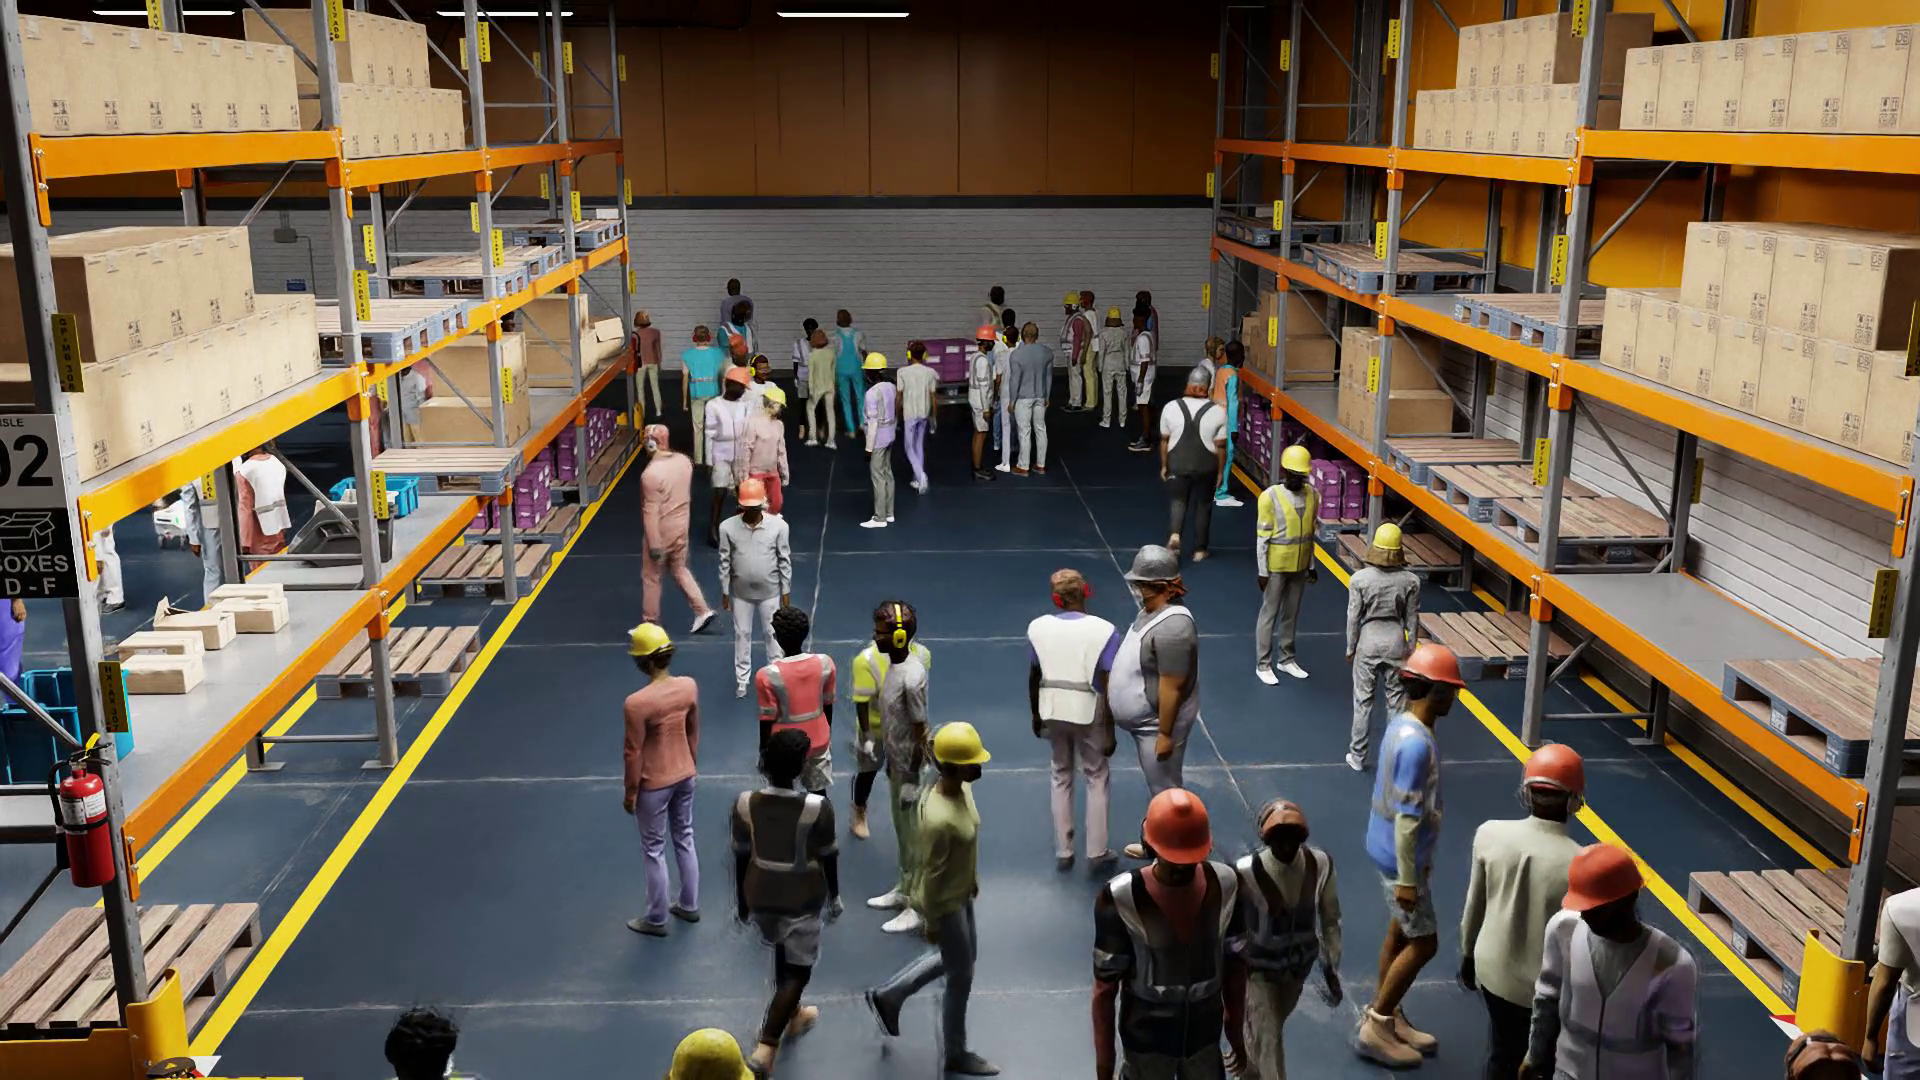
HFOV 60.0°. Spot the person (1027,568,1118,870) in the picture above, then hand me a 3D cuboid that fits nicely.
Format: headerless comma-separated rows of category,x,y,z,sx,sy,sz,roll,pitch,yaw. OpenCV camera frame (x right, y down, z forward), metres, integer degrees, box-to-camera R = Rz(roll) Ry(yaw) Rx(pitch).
person,0.673,1.074,9.971,0.602,1.802,0.474,6,15,21

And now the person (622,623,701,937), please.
person,-1.653,1.310,9.146,0.355,1.755,0.537,10,17,35

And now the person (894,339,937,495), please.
person,-0.509,-1.458,19.840,0.522,1.849,0.745,-6,15,-22

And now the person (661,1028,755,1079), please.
person,-0.781,2.323,5.213,0.320,1.738,0.486,5,15,20

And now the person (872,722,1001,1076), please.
person,-0.109,1.660,7.784,0.572,1.748,0.528,3,15,10

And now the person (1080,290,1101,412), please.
person,1.986,-2.884,25.426,0.392,1.846,0.564,5,15,19

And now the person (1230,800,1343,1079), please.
person,1.400,1.891,7.180,0.511,1.591,0.849,-4,15,-17

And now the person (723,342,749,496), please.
person,-2.676,-1.457,19.821,0.407,1.858,0.755,-1,14,-2

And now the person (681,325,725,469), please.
person,-3.264,-1.820,21.257,0.571,1.840,0.373,-4,15,-17

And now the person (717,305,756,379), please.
person,-3.137,-2.422,23.637,0.430,1.839,0.619,13,19,42

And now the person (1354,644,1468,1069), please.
person,2.153,1.502,7.916,0.430,2.018,0.662,4,15,14

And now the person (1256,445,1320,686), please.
person,2.613,0.187,13.212,0.589,1.927,0.388,-8,16,-29

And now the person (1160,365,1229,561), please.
person,2.364,-0.768,16.733,0.696,2.000,0.640,5,15,18

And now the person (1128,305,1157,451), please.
person,2.469,-2.189,22.459,0.365,1.964,0.610,4,15,14

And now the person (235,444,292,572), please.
person,-5.946,-0.062,14.239,0.411,1.906,0.602,2,14,10

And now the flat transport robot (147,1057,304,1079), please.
flat transport robot,-3.336,2.626,6.937,0.652,0.197,1.431,0,14,0

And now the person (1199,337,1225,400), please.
person,3.028,-1.565,20.282,0.339,1.833,0.522,0,14,-2

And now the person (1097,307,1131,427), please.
person,2.227,-2.509,24.161,0.484,1.744,0.296,-3,15,-11

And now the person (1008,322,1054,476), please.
person,0.873,-1.765,20.852,0.627,1.940,0.373,-9,17,-30

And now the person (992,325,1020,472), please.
person,0.652,-1.797,21.115,0.509,1.872,0.329,-6,15,-21

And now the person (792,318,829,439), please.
person,-2.078,-2.255,23.258,0.535,1.697,0.318,-2,14,-7

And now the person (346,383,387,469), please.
person,-7.568,-1.871,21.181,0.618,1.986,0.408,4,15,14

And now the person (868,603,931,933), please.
person,-0.325,1.246,9.168,0.329,1.871,0.513,-4,15,-14

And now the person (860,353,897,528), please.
person,-0.902,-1.090,18.225,0.366,1.926,0.593,5,15,20

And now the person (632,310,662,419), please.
person,-4.688,-2.613,24.812,0.506,1.641,0.308,-6,16,-24

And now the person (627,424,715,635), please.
person,-2.511,-0.071,14.309,0.687,1.885,0.659,7,16,26

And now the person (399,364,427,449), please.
person,-6.656,-1.475,20.112,0.568,1.742,0.371,11,18,36

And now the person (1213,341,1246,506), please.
person,3.094,-1.357,19.291,0.373,1.917,0.594,-1,14,-5

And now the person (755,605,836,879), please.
person,-0.953,1.205,9.675,0.533,1.696,0.318,-11,18,-36

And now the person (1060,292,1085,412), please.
person,1.729,-2.872,25.428,0.403,1.825,0.593,-1,14,-5

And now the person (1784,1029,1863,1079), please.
person,2.691,2.327,5.382,0.514,1.640,0.315,1,14,3

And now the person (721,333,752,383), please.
person,-2.794,-1.766,21.242,0.599,1.737,0.371,13,19,42

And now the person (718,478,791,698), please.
person,-1.582,0.374,12.844,0.566,1.744,0.350,0,14,-1

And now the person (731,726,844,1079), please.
person,-0.855,1.703,7.786,0.519,1.661,0.814,5,15,20

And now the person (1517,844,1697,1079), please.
person,2.361,2.004,6.144,0.629,1.888,0.726,11,18,36

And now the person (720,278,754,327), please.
person,-3.542,-3.188,26.459,0.368,1.933,0.627,13,19,41

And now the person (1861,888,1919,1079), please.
person,3.828,1.945,6.500,0.560,1.836,0.394,1,14,4

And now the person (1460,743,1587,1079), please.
person,2.296,1.802,6.807,0.636,1.961,0.661,-12,18,-38

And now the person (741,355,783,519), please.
person,-2.194,-1.130,18.504,0.330,1.870,0.548,13,19,41

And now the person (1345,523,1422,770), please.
person,2.890,0.737,11.419,0.491,1.744,0.295,2,14,6

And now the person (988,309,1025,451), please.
person,0.644,-2.150,22.395,0.597,1.921,0.382,10,17,34

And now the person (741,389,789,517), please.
person,-2.008,-0.674,17.014,0.320,1.722,0.641,12,18,38

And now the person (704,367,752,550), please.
person,-2.452,-0.879,17.490,0.601,1.889,0.542,-10,17,-34

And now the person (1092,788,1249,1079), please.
person,0.808,1.888,6.336,0.612,2.030,0.403,-3,15,-13

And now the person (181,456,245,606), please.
person,-6.406,-0.093,14.362,0.408,1.907,0.598,8,16,28

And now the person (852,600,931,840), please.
person,-0.440,1.140,10.073,0.537,1.656,0.918,-6,15,-22

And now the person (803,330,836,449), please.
person,-1.909,-2.055,22.645,0.519,1.614,0.599,-11,18,-36

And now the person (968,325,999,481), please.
person,0.296,-1.695,20.601,0.385,1.929,0.543,-2,14,-8

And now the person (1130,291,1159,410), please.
person,2.833,-2.912,25.576,0.429,1.836,0.635,3,15,12

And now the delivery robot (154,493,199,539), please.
delivery robot,-8.120,-0.258,17.506,0.477,0.478,0.707,4,15,17

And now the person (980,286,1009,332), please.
person,0.568,-3.176,26.660,0.928,1.809,0.618,8,17,30

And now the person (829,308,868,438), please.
person,-1.553,-2.321,23.274,0.540,1.816,0.510,-3,15,-12

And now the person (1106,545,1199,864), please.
person,1.123,1.005,9.774,0.536,2.000,0.683,0,14,-1

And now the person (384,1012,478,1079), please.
person,-1.760,2.312,5.374,0.560,1.655,0.793,-2,14,-7
